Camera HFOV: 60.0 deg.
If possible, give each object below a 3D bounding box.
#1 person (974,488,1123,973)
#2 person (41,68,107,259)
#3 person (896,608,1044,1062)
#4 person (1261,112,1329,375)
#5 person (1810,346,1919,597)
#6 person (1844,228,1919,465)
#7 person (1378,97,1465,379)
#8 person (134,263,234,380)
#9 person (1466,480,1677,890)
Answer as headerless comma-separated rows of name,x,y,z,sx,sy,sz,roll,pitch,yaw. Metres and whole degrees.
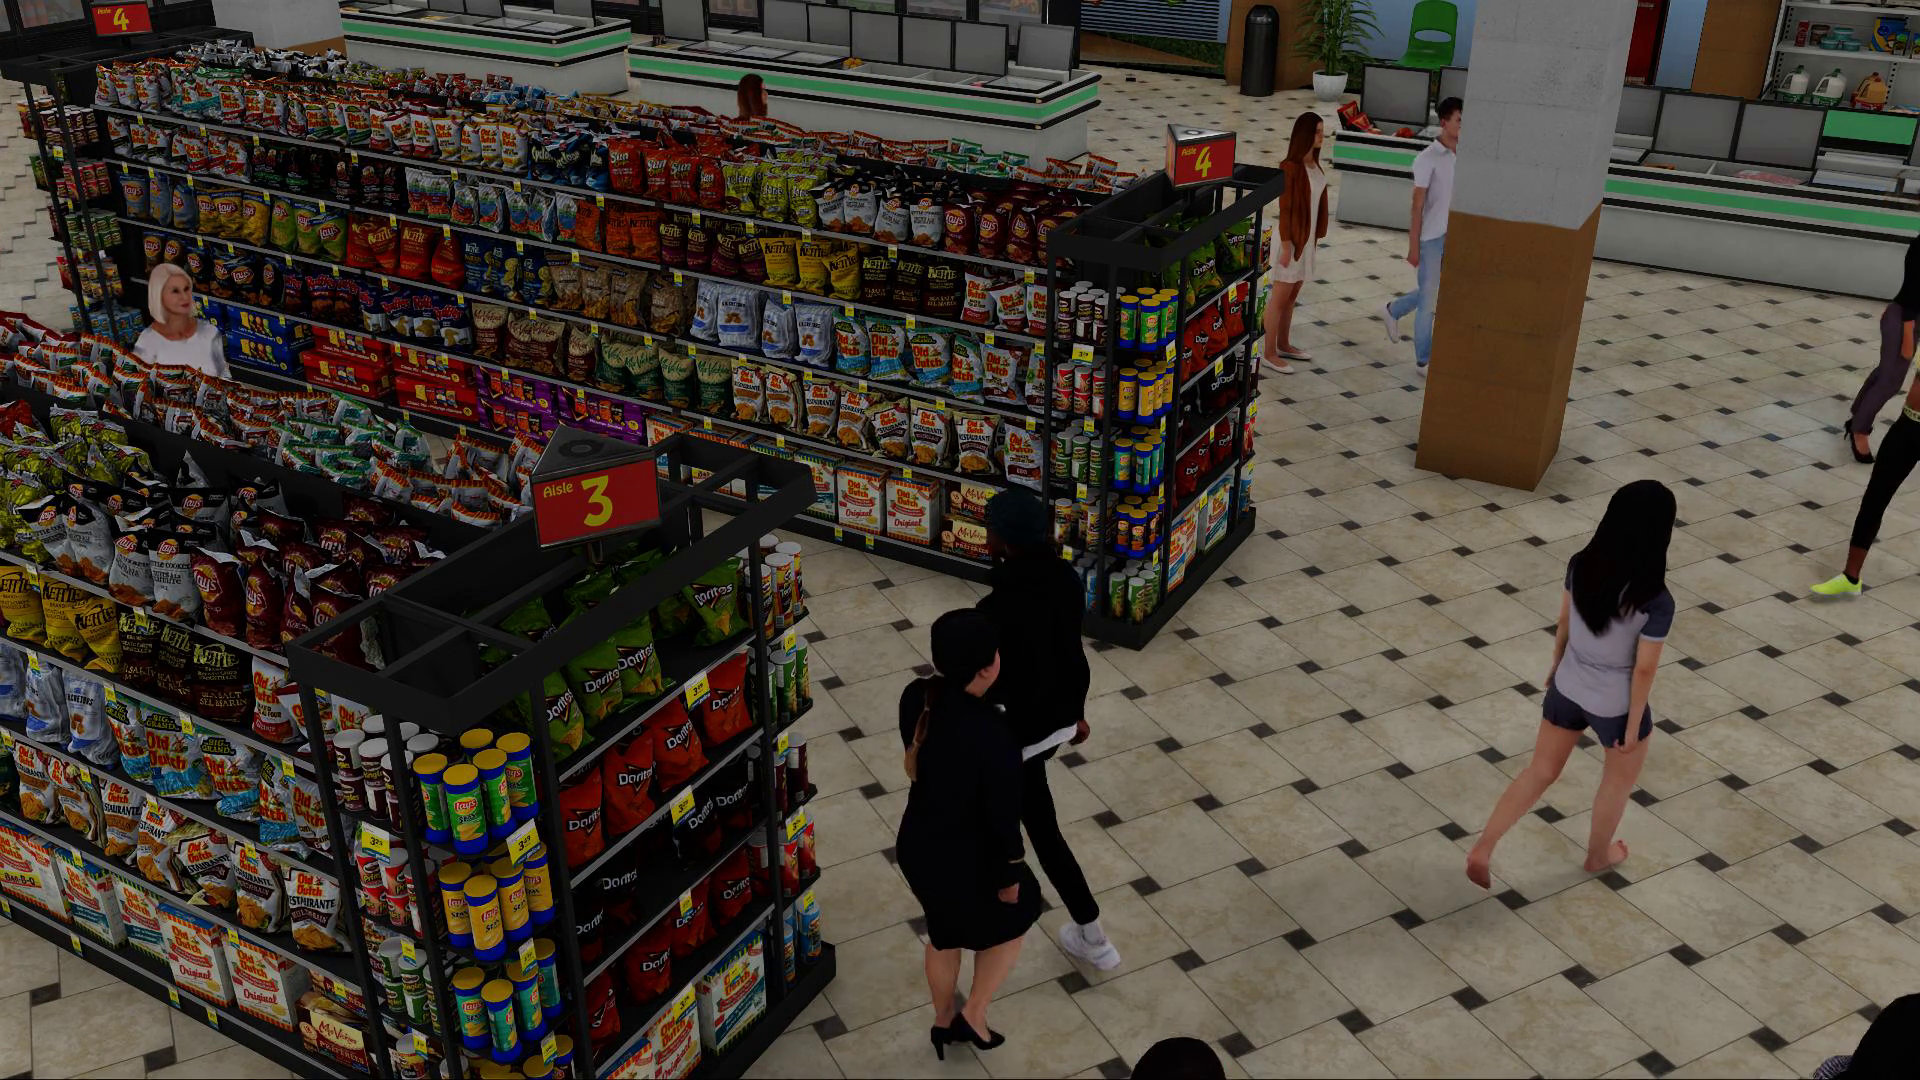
person,0.293,0.694,5.728,1.177,1.778,0.783,22,34,36
person,-6.842,-2.918,13.019,0.659,1.627,0.764,2,27,4
person,-0.052,1.005,5.242,0.836,1.664,0.696,-24,35,-39
person,2.220,-1.996,11.094,0.571,1.723,0.615,17,31,30
person,4.806,-0.479,8.109,1.146,1.717,1.043,-5,27,-10
person,5.446,-1.236,9.688,0.634,1.640,0.772,11,29,20
person,3.079,-2.003,10.983,0.898,1.836,1.099,-18,32,-32
person,-3.795,-0.522,8.173,0.598,1.737,0.604,19,32,32
person,2.252,0.589,6.040,0.966,1.683,1.072,-17,31,-30
